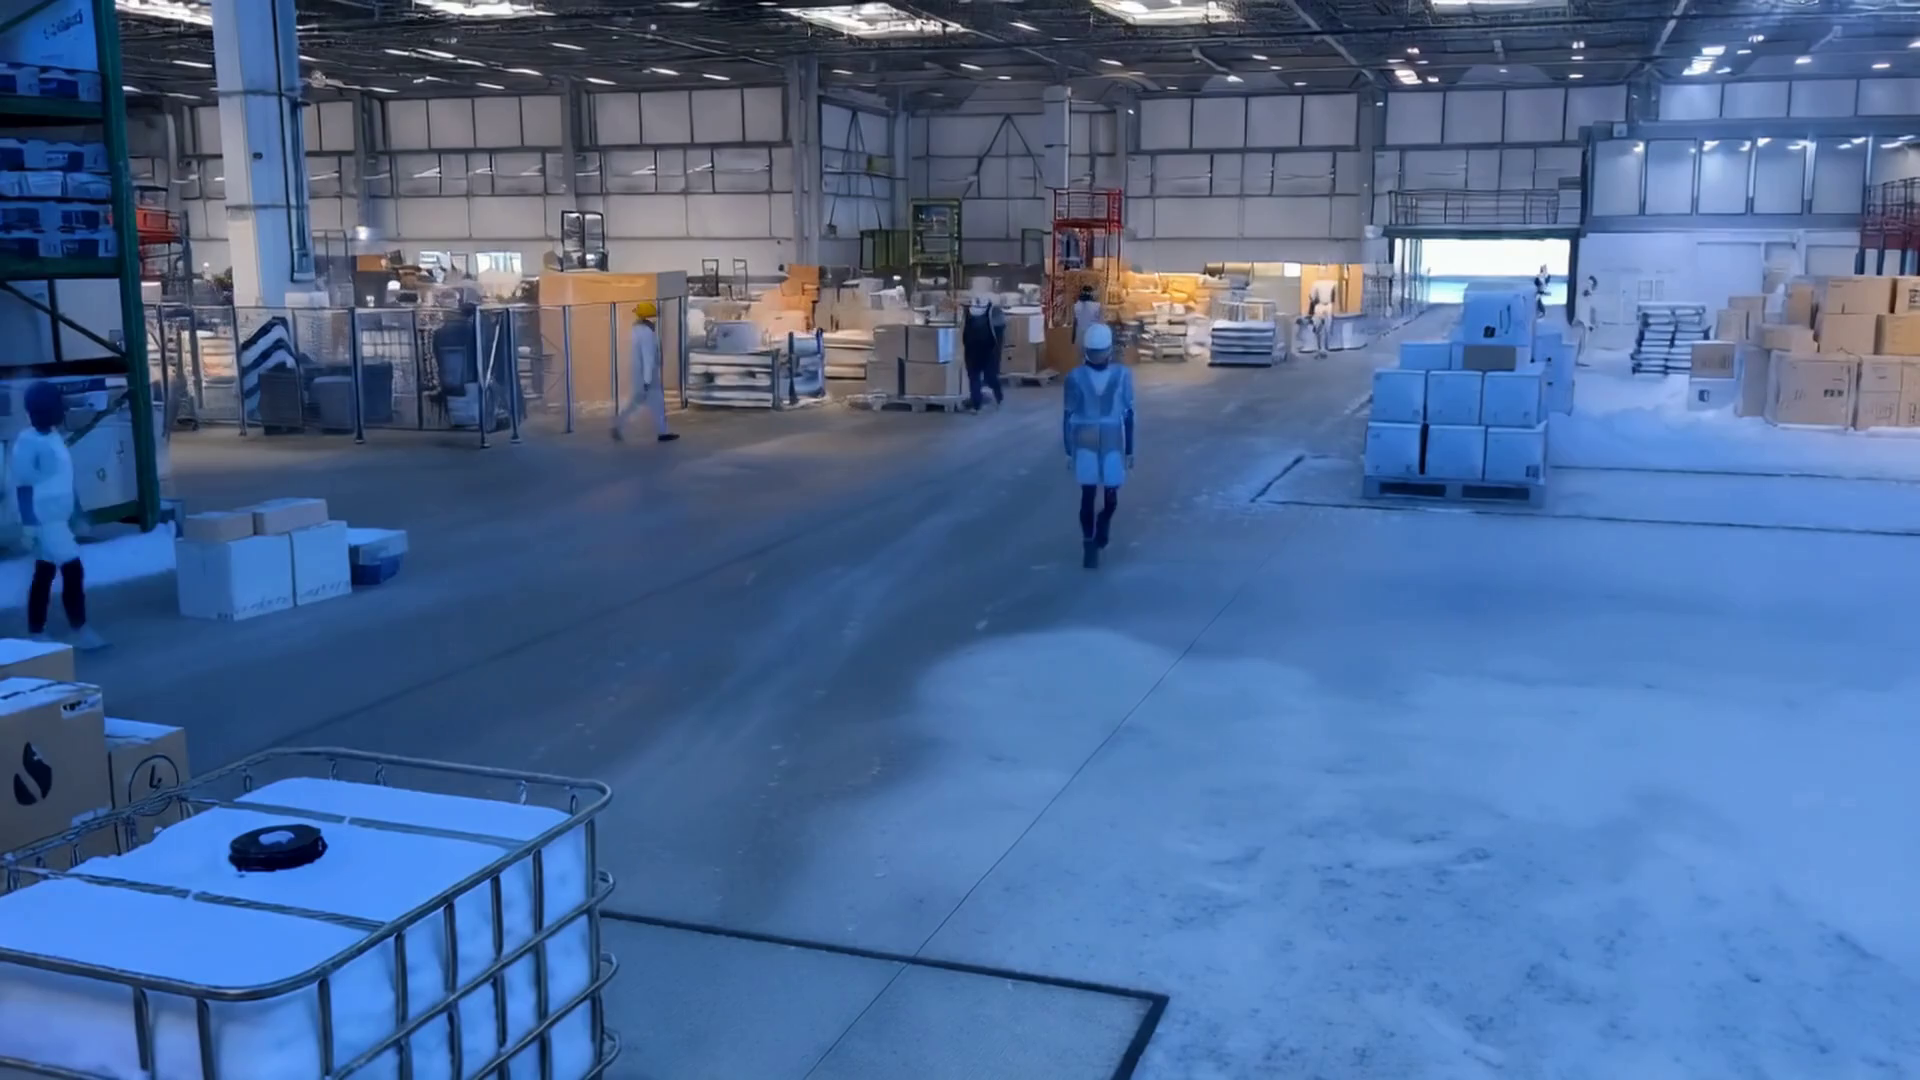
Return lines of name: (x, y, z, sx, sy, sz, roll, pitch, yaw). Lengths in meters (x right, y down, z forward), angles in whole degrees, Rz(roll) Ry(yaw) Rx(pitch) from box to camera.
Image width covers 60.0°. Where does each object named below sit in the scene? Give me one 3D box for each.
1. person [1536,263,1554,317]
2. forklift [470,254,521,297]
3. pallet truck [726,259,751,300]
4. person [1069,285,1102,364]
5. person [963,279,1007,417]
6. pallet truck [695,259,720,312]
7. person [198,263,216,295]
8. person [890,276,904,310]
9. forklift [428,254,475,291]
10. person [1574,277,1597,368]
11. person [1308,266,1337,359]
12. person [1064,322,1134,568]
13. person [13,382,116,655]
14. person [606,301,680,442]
person: (20.254, -8.642, 57.606, 0.583, 1.864, 0.585, 3, 11, 18)
forklift: (-17.990, -10.121, 64.684, 1.157, 1.987, 2.680, 3, 11, 17)
pallet truck: (-7.986, -9.493, 62.019, 0.823, 1.965, 1.885, 3, 11, 17)
person: (2.235, -3.578, 29.260, 0.520, 1.816, 0.969, 4, 11, 23)
person: (0.326, -2.803, 24.222, 0.698, 2.000, 0.636, 5, 11, 28)
pallet truck: (-9.165, -9.627, 62.776, 0.823, 1.965, 1.885, 4, 11, 23)
person: (-28.322, -9.503, 62.573, 0.607, 1.818, 0.611, -4, 11, -23)
person: (-1.606, -5.858, 42.310, 0.549, 1.719, 0.539, 9, 14, 42)
forklift: (-20.133, -10.254, 65.465, 1.157, 1.987, 2.680, 3, 11, 19)
person: (12.814, -4.444, 33.990, 0.328, 1.861, 0.500, -3, 10, -15)
person: (7.928, -4.972, 36.428, 0.616, 2.041, 0.381, -1, 10, -4)
person: (1.088, -0.766, 13.106, 0.559, 1.917, 0.673, 0, 10, 2)
person: (-5.427, -0.121, 10.112, 0.656, 1.671, 0.558, -2, 10, -12)
person: (-4.055, -2.120, 21.074, 0.866, 1.801, 0.594, -6, 12, -32)
